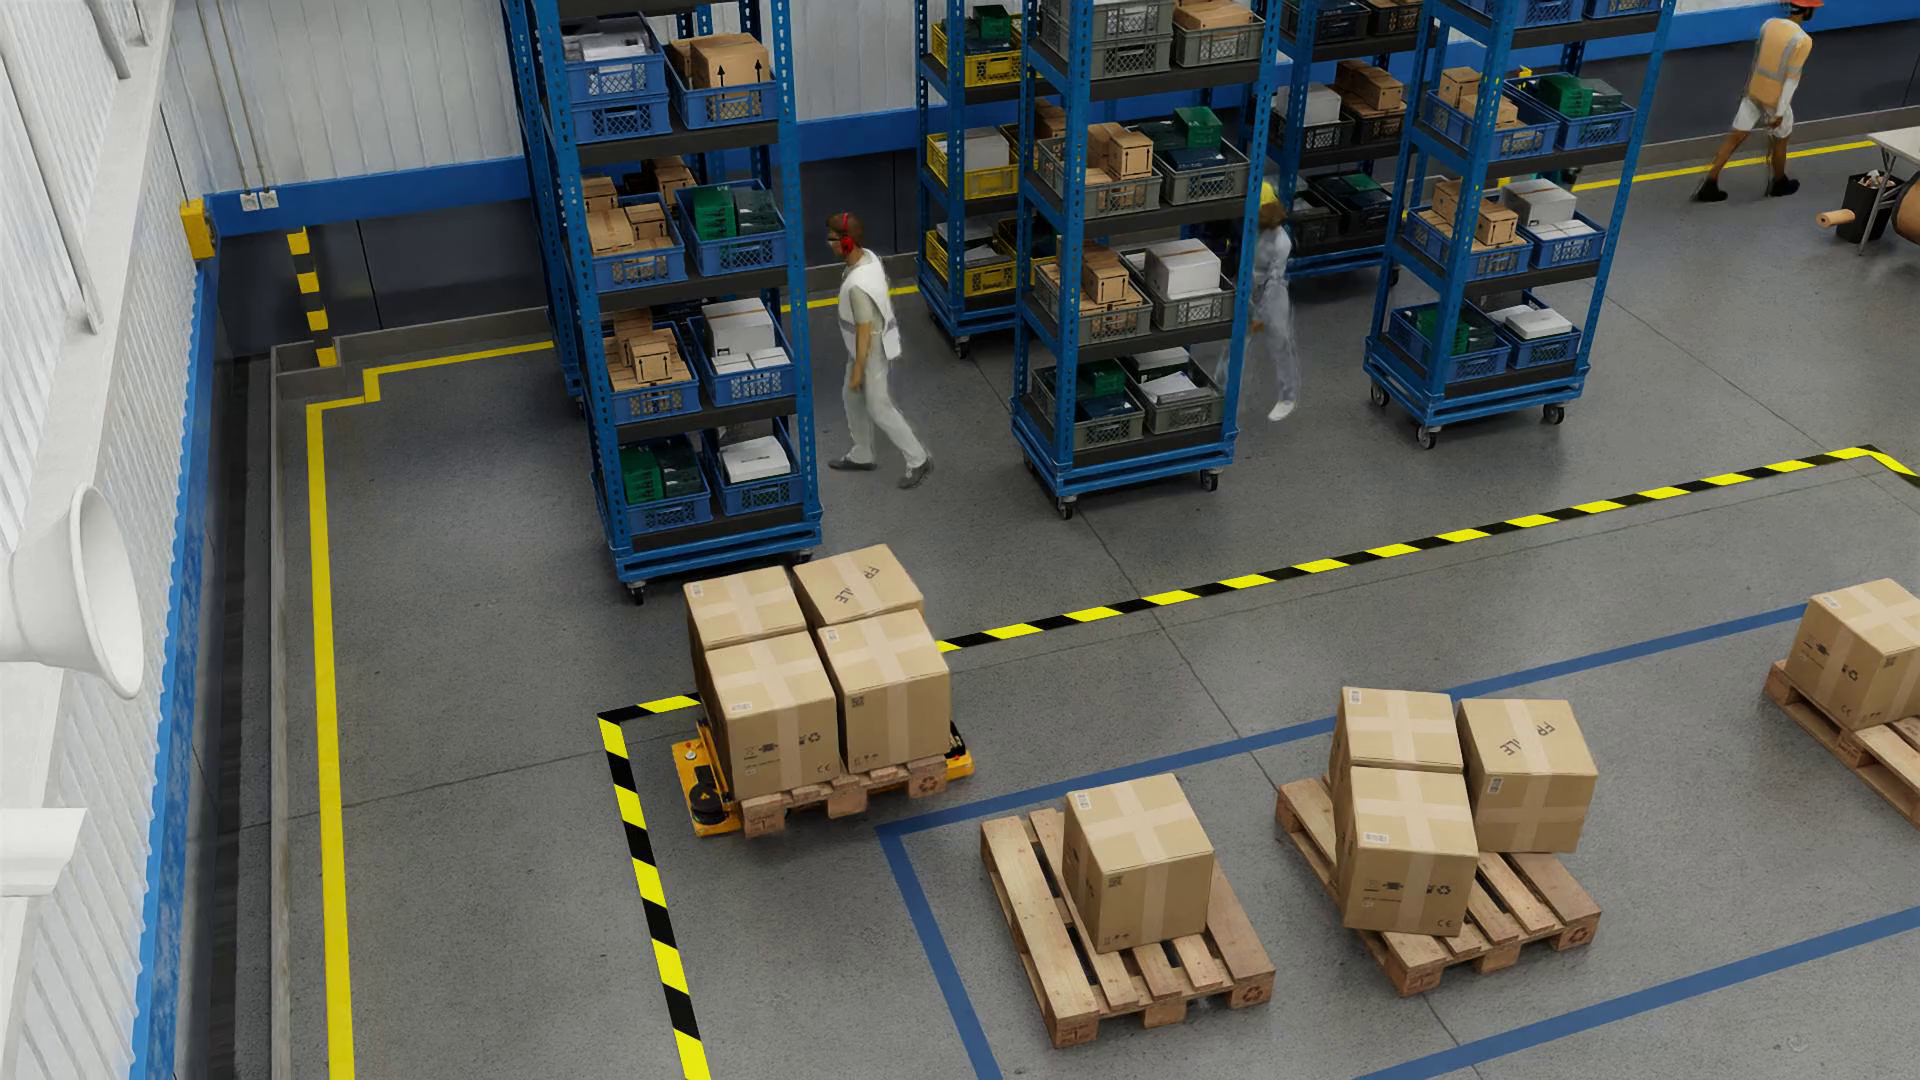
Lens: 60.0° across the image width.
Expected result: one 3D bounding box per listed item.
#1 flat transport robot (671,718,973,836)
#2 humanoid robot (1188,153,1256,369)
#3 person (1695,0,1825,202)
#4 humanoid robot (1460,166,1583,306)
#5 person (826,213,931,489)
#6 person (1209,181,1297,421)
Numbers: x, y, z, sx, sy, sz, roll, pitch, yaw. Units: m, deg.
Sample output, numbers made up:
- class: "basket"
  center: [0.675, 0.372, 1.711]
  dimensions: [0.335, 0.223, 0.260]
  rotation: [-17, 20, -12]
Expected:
- class: "flat transport robot"
  center: [-0.713, 1.074, 8.509]
  dimensions: [1.431, 0.197, 0.652]
  rotation: [-11, 37, -15]
- class: "humanoid robot"
  center: [1.810, -1.935, 11.604]
  dimensions: [0.749, 1.622, 0.608]
  rotation: [-6, 36, -9]
- class: "person"
  center: [6.828, -3.743, 13.961]
  dimensions: [0.994, 1.888, 0.544]
  rotation: [-14, 37, -19]
- class: "humanoid robot"
  center: [3.793, -2.071, 11.763]
  dimensions: [0.902, 1.826, 0.553]
  rotation: [0, 35, 0]
- class: "person"
  center: [-0.511, -1.183, 10.405]
  dimensions: [0.669, 1.807, 0.587]
  rotation: [-3, 35, -5]
- class: "person"
  center: [1.933, -1.556, 11.025]
  dimensions: [0.850, 1.685, 0.474]
  rotation: [-15, 38, -21]
